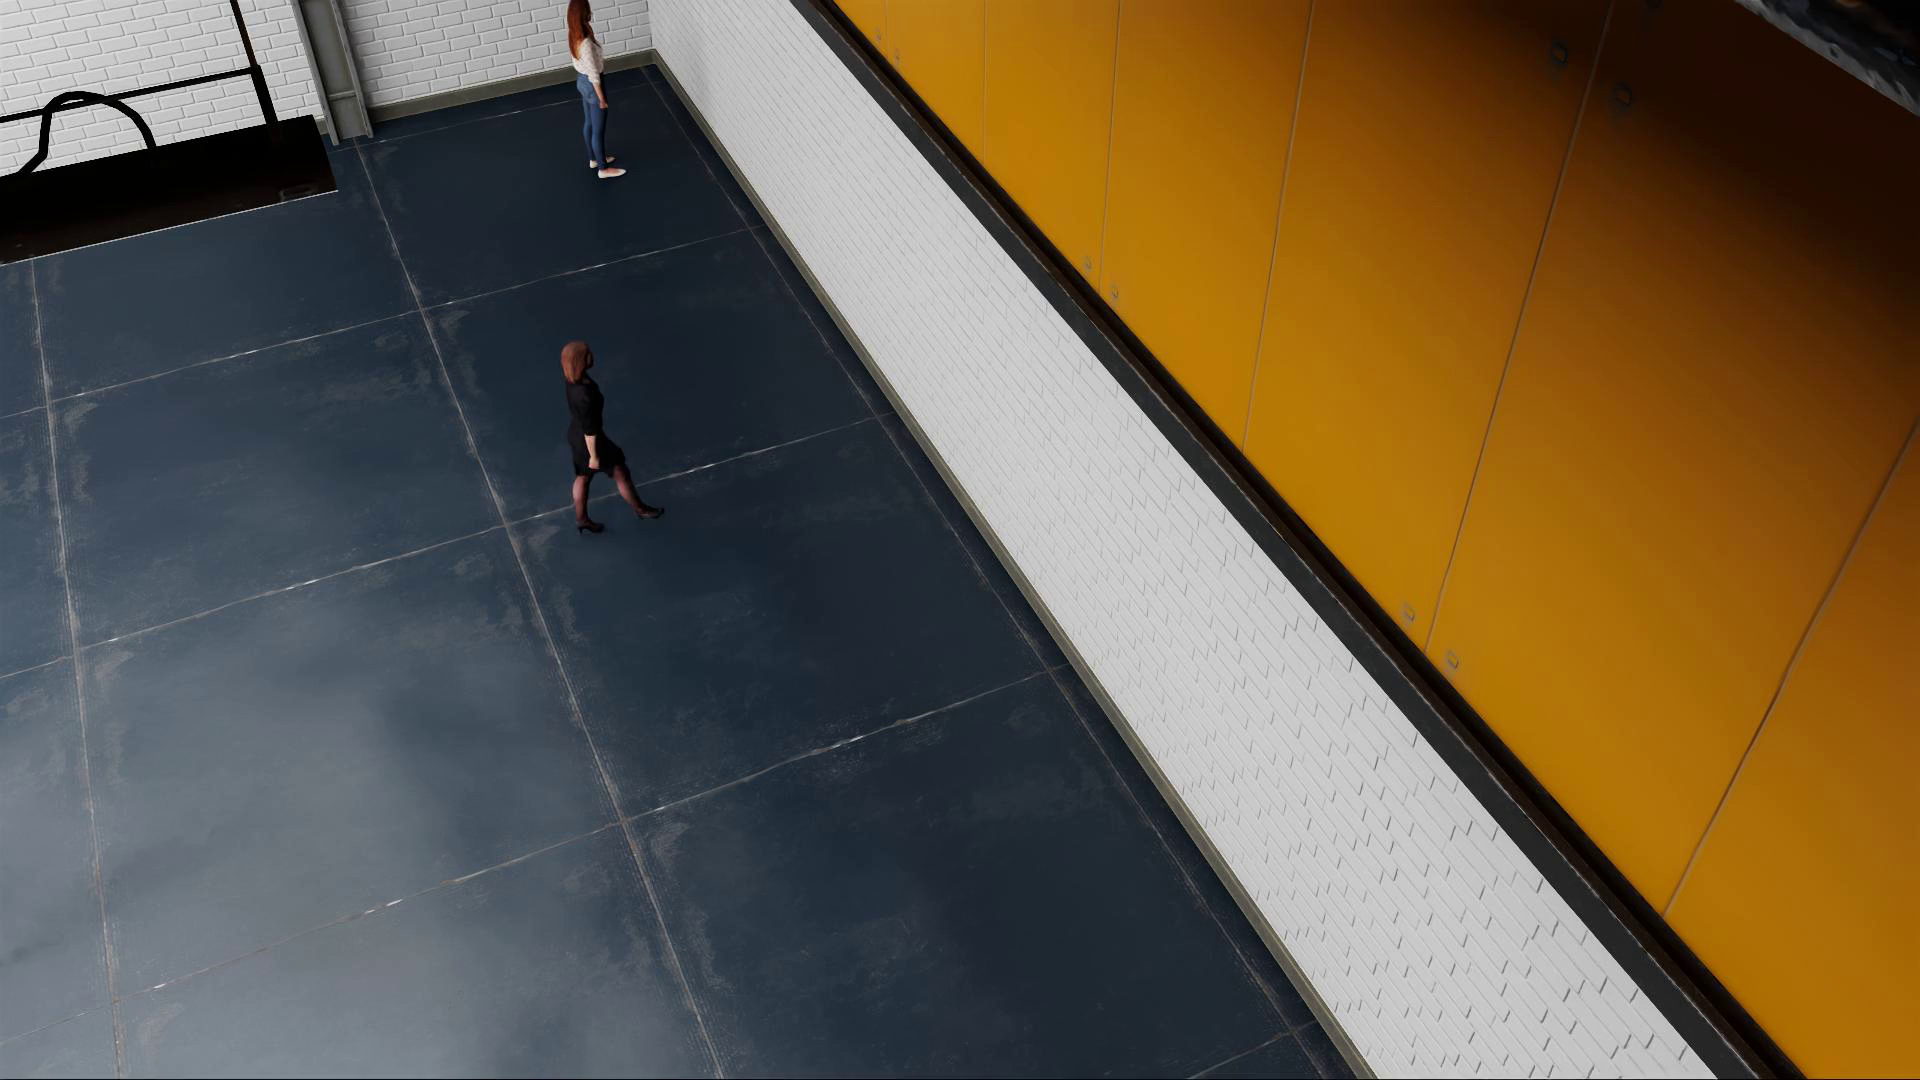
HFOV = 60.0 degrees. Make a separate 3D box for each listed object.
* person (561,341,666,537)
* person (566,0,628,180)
[{"bbox_3d":[-2.685,-0.663,11.731,0.876,1.684,0.625,-20,47,-20],"label":"person"},{"bbox_3d":[-3.425,-4.191,15.405,0.514,1.726,0.585,-21,47,-20],"label":"person"}]
